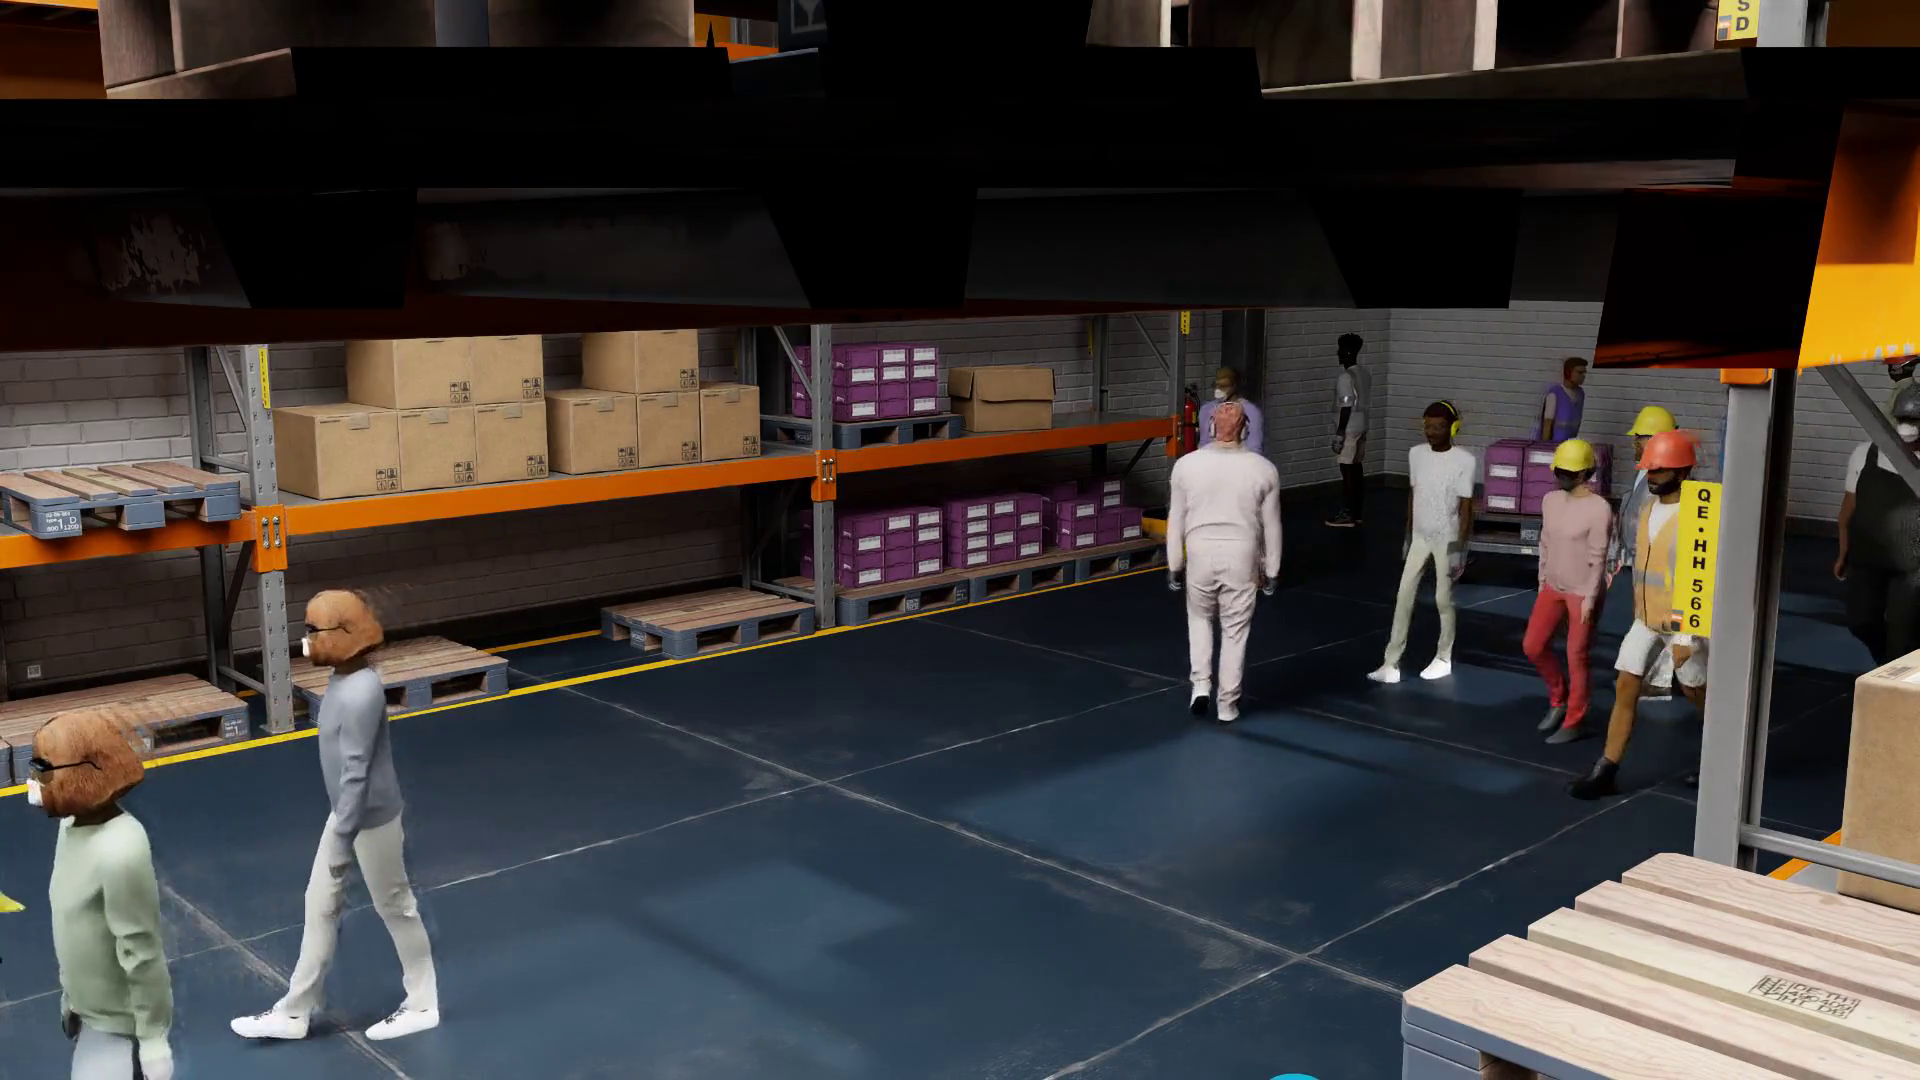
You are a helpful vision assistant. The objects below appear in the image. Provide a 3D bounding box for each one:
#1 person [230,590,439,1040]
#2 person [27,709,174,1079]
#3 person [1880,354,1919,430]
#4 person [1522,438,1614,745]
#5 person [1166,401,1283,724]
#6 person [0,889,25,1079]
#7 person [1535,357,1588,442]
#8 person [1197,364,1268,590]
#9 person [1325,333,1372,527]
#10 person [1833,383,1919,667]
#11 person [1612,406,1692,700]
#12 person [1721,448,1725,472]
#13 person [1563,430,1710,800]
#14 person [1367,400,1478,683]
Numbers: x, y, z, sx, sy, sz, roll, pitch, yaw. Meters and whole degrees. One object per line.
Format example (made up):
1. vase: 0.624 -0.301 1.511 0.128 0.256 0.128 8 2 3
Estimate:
1. person: -2.175 0.974 5.682 0.752 1.600 0.523 -5 11 -29
2. person: -2.176 1.222 4.196 0.455 1.618 0.530 -8 12 -39
3. person: 8.135 -0.710 14.448 0.392 1.988 0.609 8 12 38
4. person: 3.390 0.296 9.276 0.376 1.748 0.523 -5 11 -26
5. person: 1.556 0.134 9.773 0.676 1.892 0.429 2 10 14
6. person: -1.878 1.383 2.949 0.837 1.727 0.526 -6 11 -30
7. person: 5.838 -0.887 16.149 0.579 1.765 1.034 -7 12 -36
8. person: 2.184 -0.452 13.207 0.869 1.910 0.629 -9 13 -43
9. person: 3.951 -1.115 16.881 0.369 1.967 0.601 7 12 34
10. person: 5.554 0.060 9.791 0.763 2.000 0.692 -8 12 -39
11. person: 4.291 0.081 10.322 0.405 1.824 0.585 1 10 3
12. person: 6.889 -0.612 14.801 0.839 1.667 0.532 4 10 21
13. person: 3.588 0.383 8.384 1.010 1.886 0.556 -3 10 -17
14. person: 2.949 0.036 10.544 0.891 1.827 0.534 -9 13 -44
